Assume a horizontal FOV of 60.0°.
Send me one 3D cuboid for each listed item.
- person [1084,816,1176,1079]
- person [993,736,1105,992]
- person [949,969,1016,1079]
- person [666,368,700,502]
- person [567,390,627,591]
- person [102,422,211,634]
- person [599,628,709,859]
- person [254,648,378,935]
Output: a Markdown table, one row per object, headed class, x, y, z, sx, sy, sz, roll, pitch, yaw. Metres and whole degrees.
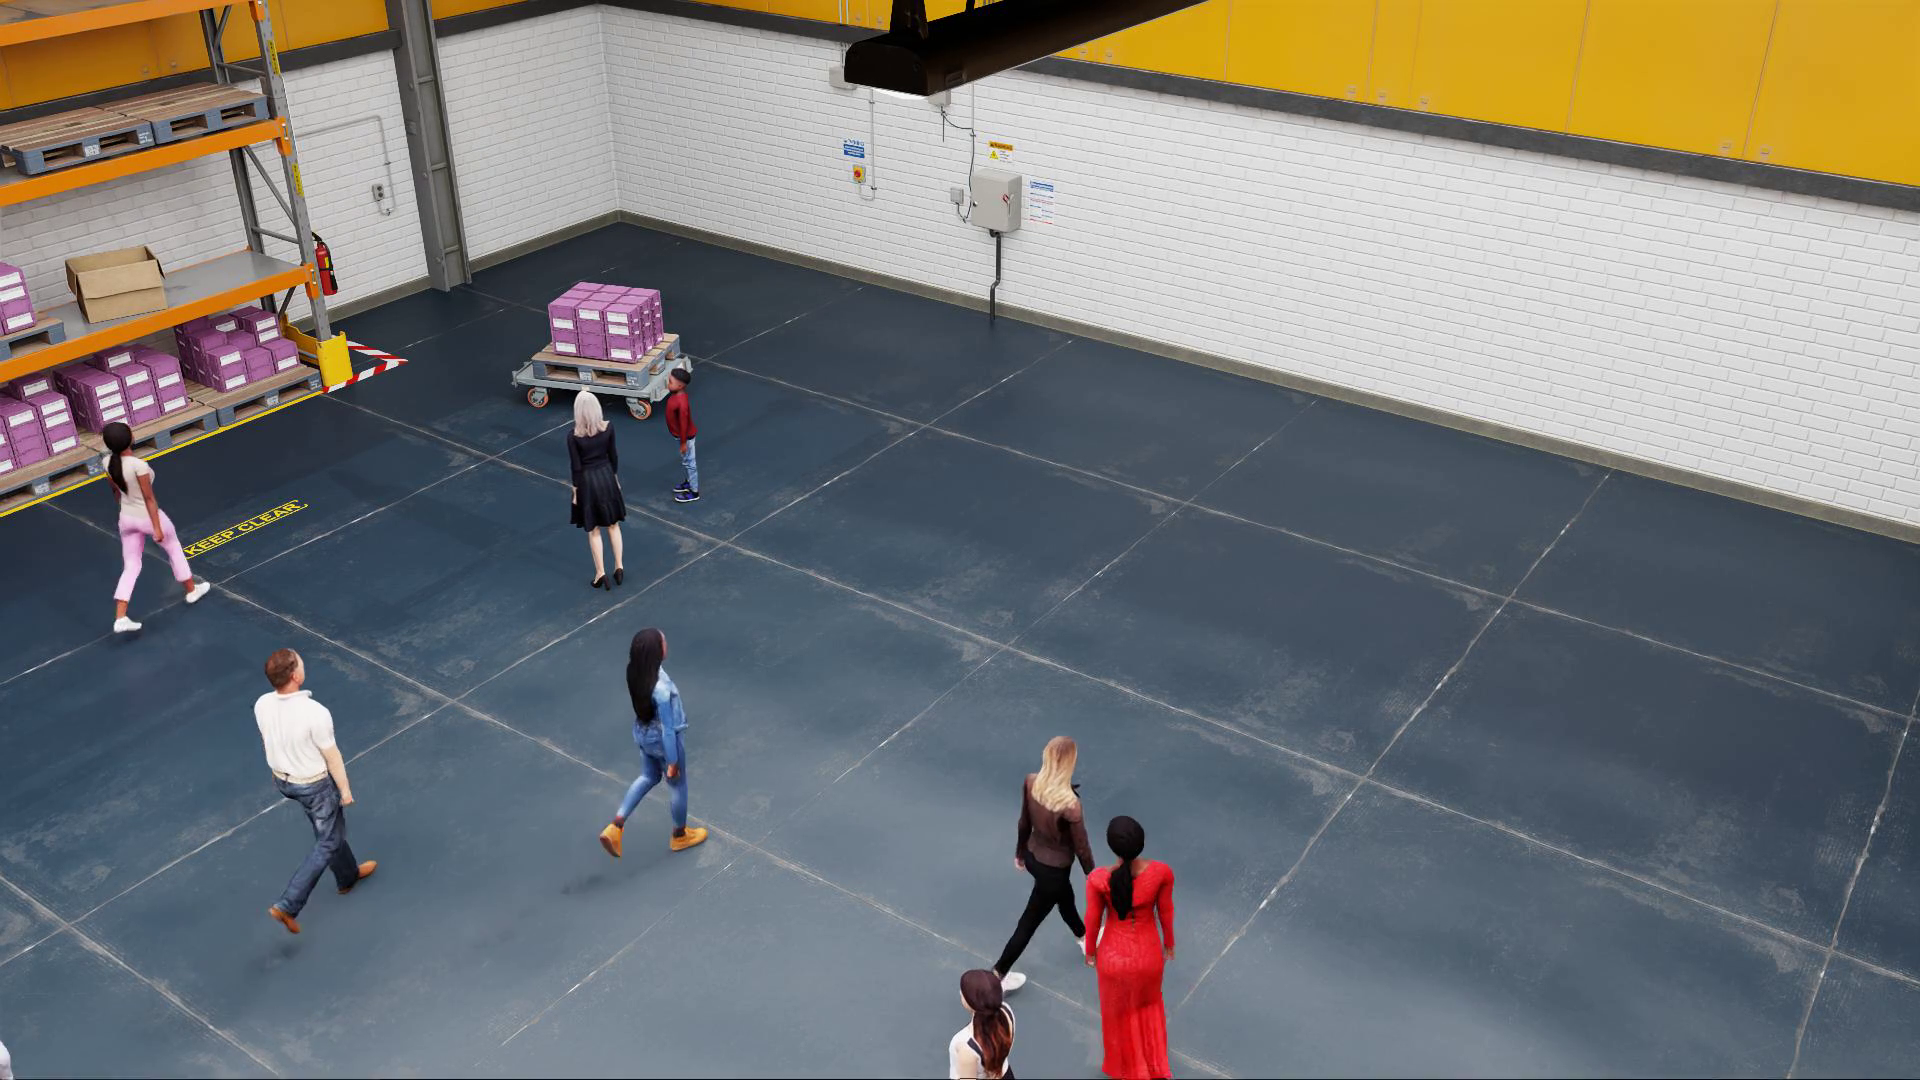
| class | x | y | z | sx | sy | sz | roll | pitch | yaw |
| --- | --- | --- | --- | --- | --- | --- | --- | --- | --- |
| person | 0.887 | 2.238 | 8.662 | 0.879 | 1.768 | 0.949 | -1 | 29 | -2 |
| person | 0.431 | 1.908 | 9.397 | 1.207 | 1.642 | 0.919 | -16 | 32 | -27 |
| person | 0.127 | 2.698 | 7.943 | 0.610 | 1.647 | 0.469 | 17 | 33 | 28 |
| person | -2.492 | -0.977 | 15.091 | 0.633 | 1.255 | 0.578 | -6 | 29 | -11 |
| person | -2.962 | -0.408 | 13.534 | 0.595 | 1.746 | 0.728 | -21 | 35 | -33 |
| person | -6.449 | -0.069 | 12.966 | 0.864 | 1.696 | 1.243 | 8 | 30 | 15 |
| person | -1.970 | 1.313 | 10.430 | 1.026 | 1.698 | 0.768 | -21 | 35 | -34 |
| person | -3.960 | 1.515 | 9.923 | 0.811 | 1.829 | 1.162 | 12 | 31 | 20 |
